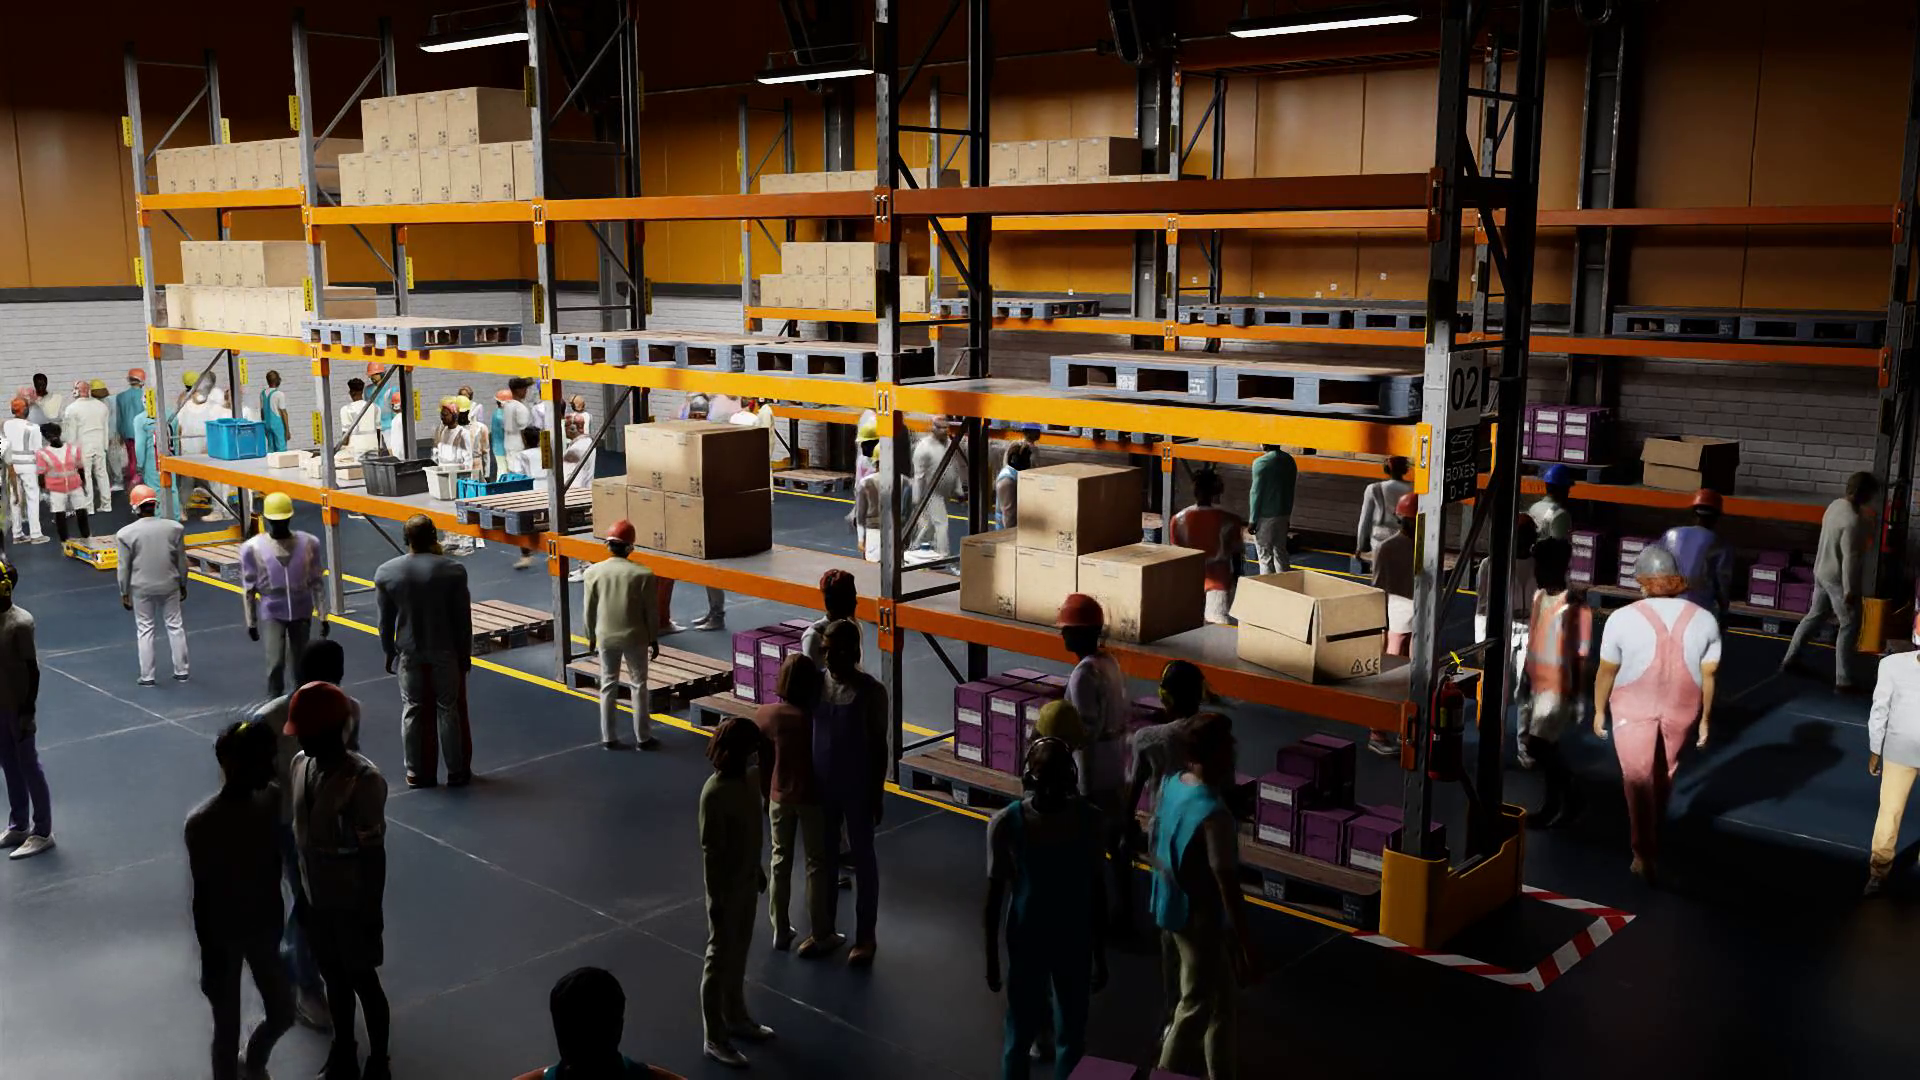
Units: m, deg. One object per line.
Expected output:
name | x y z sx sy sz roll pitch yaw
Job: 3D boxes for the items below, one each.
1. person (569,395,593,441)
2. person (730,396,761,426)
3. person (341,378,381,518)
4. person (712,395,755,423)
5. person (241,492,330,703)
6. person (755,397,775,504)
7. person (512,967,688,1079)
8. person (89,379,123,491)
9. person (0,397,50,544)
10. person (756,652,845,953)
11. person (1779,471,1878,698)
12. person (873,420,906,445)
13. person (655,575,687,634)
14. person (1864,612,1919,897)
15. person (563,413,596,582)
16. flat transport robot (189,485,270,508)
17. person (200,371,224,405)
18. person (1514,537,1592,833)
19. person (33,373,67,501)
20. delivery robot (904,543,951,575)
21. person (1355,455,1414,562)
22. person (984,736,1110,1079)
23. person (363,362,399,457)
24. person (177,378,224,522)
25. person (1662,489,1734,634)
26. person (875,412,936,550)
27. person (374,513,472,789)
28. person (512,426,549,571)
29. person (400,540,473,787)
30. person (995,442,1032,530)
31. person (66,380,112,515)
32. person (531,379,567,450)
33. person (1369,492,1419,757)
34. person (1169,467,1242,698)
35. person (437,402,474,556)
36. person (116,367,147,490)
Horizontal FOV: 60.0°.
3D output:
person | -5.492 -1.272 24.019 0.307 1.641 0.512 6 11 29
person | -2.860 -1.058 22.251 0.408 1.835 0.566 -10 14 -44
person | -8.337 -1.283 23.191 0.382 1.958 0.604 7 12 36
person | -3.224 -1.380 23.908 0.651 1.884 1.002 -4 11 -19
person | -5.165 0.581 12.800 0.587 1.908 0.578 -6 12 -31
person | -2.904 -1.399 24.461 0.355 1.736 0.577 -3 10 -15
person | -0.967 2.046 4.467 0.593 1.920 0.391 -1 10 -8
person | -13.224 -1.618 25.704 0.340 1.734 0.486 -9 13 -41
person | -11.888 -0.875 21.123 0.568 1.879 0.349 1 10 4
person | -0.849 1.403 8.902 0.502 1.636 0.280 4 11 20
person | 7.489 0.352 14.181 0.561 1.889 0.802 2 10 9
person | -0.882 -0.913 21.200 0.549 1.924 0.389 -8 13 -37
person | -2.907 -0.024 16.222 0.397 1.908 0.599 -6 12 -31
person | 5.534 1.226 9.568 0.563 1.752 0.327 5 11 28
person | -4.321 -0.480 18.784 0.407 1.906 0.655 -1 10 -3
flat transport robot | -10.810 -0.661 24.432 0.652 0.197 1.431 2 10 12
person | -11.198 -1.592 25.002 0.627 1.933 0.371 10 14 43
person | 3.789 0.934 10.664 0.415 1.949 0.625 0 10 0
person | -13.581 -1.530 24.730 0.587 1.910 0.396 -3 10 -16
delivery robot | -0.373 0.277 18.059 0.477 0.478 0.707 -4 11 -24
person | 4.121 0.069 15.890 0.592 1.844 0.965 0 10 -1
person | 0.358 1.677 6.807 0.506 1.835 0.340 -2 10 -9
person | -8.914 -1.748 25.625 0.604 2.032 0.420 3 10 16
person | -10.437 -1.266 22.851 0.723 2.000 0.542 0 10 2
person | 5.800 0.535 13.118 0.894 1.874 0.565 -8 13 -38
person | -0.692 -0.766 20.251 0.790 1.963 0.641 4 11 21
person | -3.718 0.776 11.600 0.631 1.938 0.370 -2 10 -10
person | -4.995 -0.493 19.519 0.404 1.681 0.637 10 14 44
person | -3.673 0.847 11.676 0.525 1.770 0.306 -8 13 -36
person | 0.574 -0.068 16.652 0.429 1.839 0.621 2 10 13
person | -12.308 -1.300 23.446 0.399 1.900 0.640 4 11 23
person | -5.749 -1.294 23.269 0.406 1.945 0.613 7 12 33
person | 3.308 0.619 12.354 0.618 1.986 0.408 -6 12 -31
person | 2.069 0.345 14.042 0.610 1.937 0.854 3 10 15
person | -6.190 -0.747 20.362 0.574 1.883 0.356 8 13 37
person | -12.283 -1.579 24.784 0.635 1.977 0.609 1 10 4
